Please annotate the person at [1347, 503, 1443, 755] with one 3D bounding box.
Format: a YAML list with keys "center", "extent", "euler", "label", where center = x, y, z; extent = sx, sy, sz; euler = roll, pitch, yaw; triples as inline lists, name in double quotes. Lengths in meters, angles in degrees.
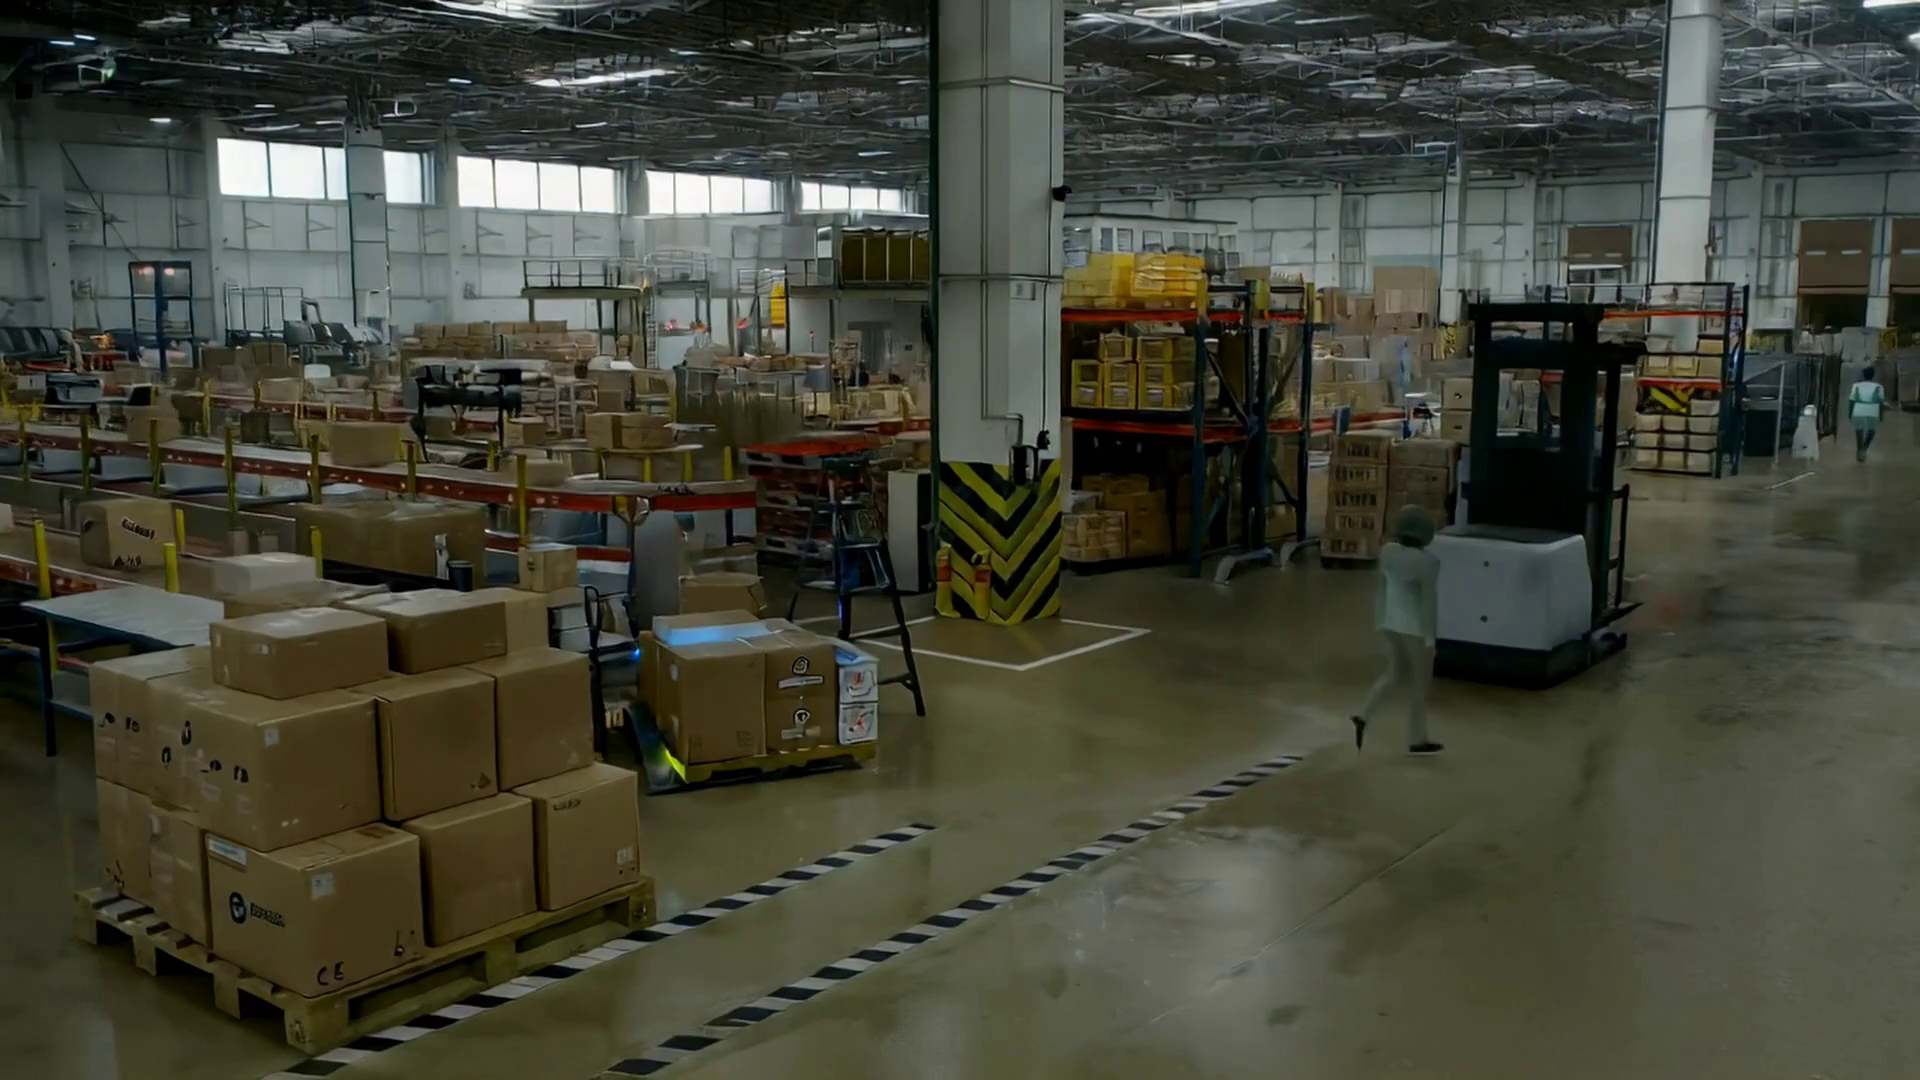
- center: [2.728, 0.569, 10.311]
  extent: [0.654, 1.608, 0.508]
  euler: [-5, 10, -32]
  label: "person"

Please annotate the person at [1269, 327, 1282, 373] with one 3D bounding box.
- center: [10.238, -6.060, 54.148]
  extent: [0.510, 1.871, 0.328]
  euler: [0, 8, -3]
  label: "person"

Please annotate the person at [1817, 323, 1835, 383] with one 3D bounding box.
- center: [28.034, -6.041, 53.847]
  extent: [0.404, 1.919, 0.621]
  euler: [-4, 9, -27]
  label: "person"

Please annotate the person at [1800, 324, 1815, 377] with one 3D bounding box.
- center: [29.420, -6.576, 57.765]
  extent: [0.452, 1.830, 0.633]
  euler: [0, 8, -3]
  label: "person"

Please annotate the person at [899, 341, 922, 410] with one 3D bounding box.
- center: [-1.302, -4.091, 41.382]
  extent: [0.551, 1.715, 0.914]
  euler: [-7, 11, -41]
  label: "person"

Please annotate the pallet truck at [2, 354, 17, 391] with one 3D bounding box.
- center: [-24.881, -4.417, 42.634]
  extent: [1.885, 1.965, 0.823]
  euler: [8, 11, 41]
  label: "pallet truck"

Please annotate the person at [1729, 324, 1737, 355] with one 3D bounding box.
- center: [28.990, -7.238, 62.510]
  extent: [0.487, 1.744, 0.297]
  euler: [-2, 9, -13]
  label: "person"

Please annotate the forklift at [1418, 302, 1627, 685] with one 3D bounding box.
- center: [4.379, -0.438, 12.852]
  extent: [1.129, 2.768, 1.873]
  euler: [7, 11, 37]
  label: "forklift"

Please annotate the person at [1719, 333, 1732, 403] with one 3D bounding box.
- center: [17.153, -3.644, 37.279]
  extent: [0.695, 2.000, 0.976]
  euler: [-8, 12, -43]
  label: "person"

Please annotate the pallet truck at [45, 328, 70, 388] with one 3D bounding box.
- center: [-23.775, -4.544, 43.495]
  extent: [1.885, 1.965, 0.823]
  euler: [6, 10, 35]
  label: "pallet truck"

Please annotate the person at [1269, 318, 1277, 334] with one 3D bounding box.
- center: [13.421, -8.698, 72.091]
  extent: [0.628, 1.829, 0.454]
  euler: [3, 9, 16]
  label: "person"

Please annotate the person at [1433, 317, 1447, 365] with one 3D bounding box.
- center: [19.476, -8.072, 67.524]
  extent: [0.623, 1.932, 0.368]
  euler: [8, 12, 44]
  label: "person"

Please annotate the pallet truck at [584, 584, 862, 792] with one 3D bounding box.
- center: [-1.426, 0.805, 10.019]
  extent: [1.601, 1.201, 0.680]
  euler: [-4, 9, -26]
  label: "pallet truck"

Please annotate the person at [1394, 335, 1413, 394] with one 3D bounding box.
- center: [11.343, -4.269, 42.208]
  extent: [0.944, 1.823, 0.550]
  euler: [7, 11, 41]
  label: "person"

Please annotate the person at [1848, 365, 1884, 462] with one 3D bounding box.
- center: [15.400, -2.143, 28.331]
  extent: [0.540, 1.681, 0.635]
  euler: [7, 11, 41]
  label: "person"

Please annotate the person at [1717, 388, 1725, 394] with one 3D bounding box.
- center: [16.485, -3.395, 36.376]
  extent: [0.593, 1.817, 0.433]
  euler: [-5, 10, -28]
  label: "person"

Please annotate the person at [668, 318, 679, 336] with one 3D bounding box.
- center: [-12.054, -8.370, 69.714]
  extent: [0.419, 1.869, 0.610]
  euler: [6, 11, 37]
  label: "person"

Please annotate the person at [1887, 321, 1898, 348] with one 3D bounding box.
- center: [33.232, -6.855, 59.363]
  extent: [0.414, 1.917, 0.583]
  euler: [1, 9, 9]
  label: "person"

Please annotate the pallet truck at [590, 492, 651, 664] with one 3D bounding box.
- center: [-3.115, 0.344, 12.883]
  extent: [0.653, 1.274, 1.630]
  euler: [7, 11, 37]
  label: "pallet truck"

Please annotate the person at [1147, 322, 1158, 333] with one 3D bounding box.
- center: [5.807, -5.562, 50.202]
  extent: [0.391, 2.040, 0.615]
  euler: [5, 10, 29]
  label: "person"
